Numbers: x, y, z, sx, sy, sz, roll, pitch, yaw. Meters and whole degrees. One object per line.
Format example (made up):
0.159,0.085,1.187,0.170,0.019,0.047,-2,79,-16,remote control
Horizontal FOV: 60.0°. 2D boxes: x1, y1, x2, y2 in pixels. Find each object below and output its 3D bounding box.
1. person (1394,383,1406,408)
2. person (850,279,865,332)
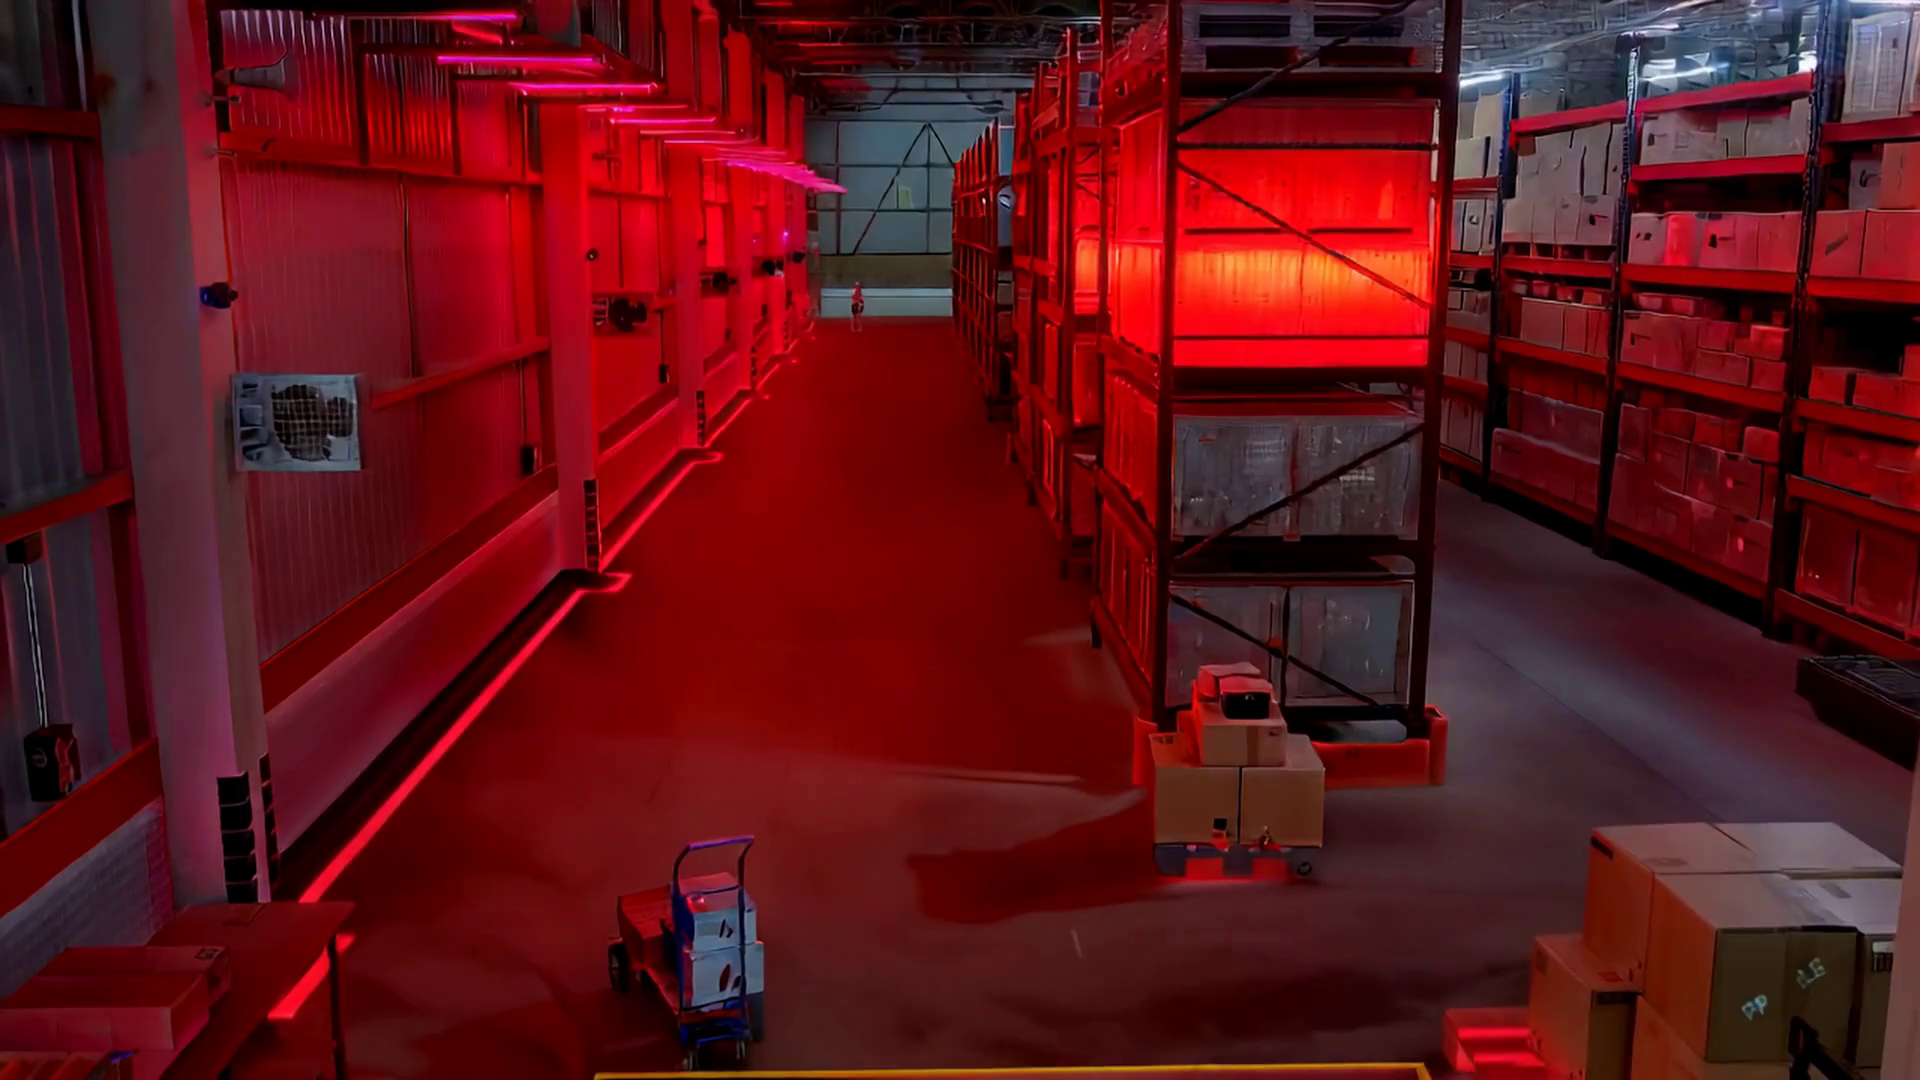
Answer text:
7.881,-2.400,29.612,0.467,1.619,0.506,0,11,0,person
-3.749,-8.575,60.935,0.543,1.933,0.364,7,13,33,person
